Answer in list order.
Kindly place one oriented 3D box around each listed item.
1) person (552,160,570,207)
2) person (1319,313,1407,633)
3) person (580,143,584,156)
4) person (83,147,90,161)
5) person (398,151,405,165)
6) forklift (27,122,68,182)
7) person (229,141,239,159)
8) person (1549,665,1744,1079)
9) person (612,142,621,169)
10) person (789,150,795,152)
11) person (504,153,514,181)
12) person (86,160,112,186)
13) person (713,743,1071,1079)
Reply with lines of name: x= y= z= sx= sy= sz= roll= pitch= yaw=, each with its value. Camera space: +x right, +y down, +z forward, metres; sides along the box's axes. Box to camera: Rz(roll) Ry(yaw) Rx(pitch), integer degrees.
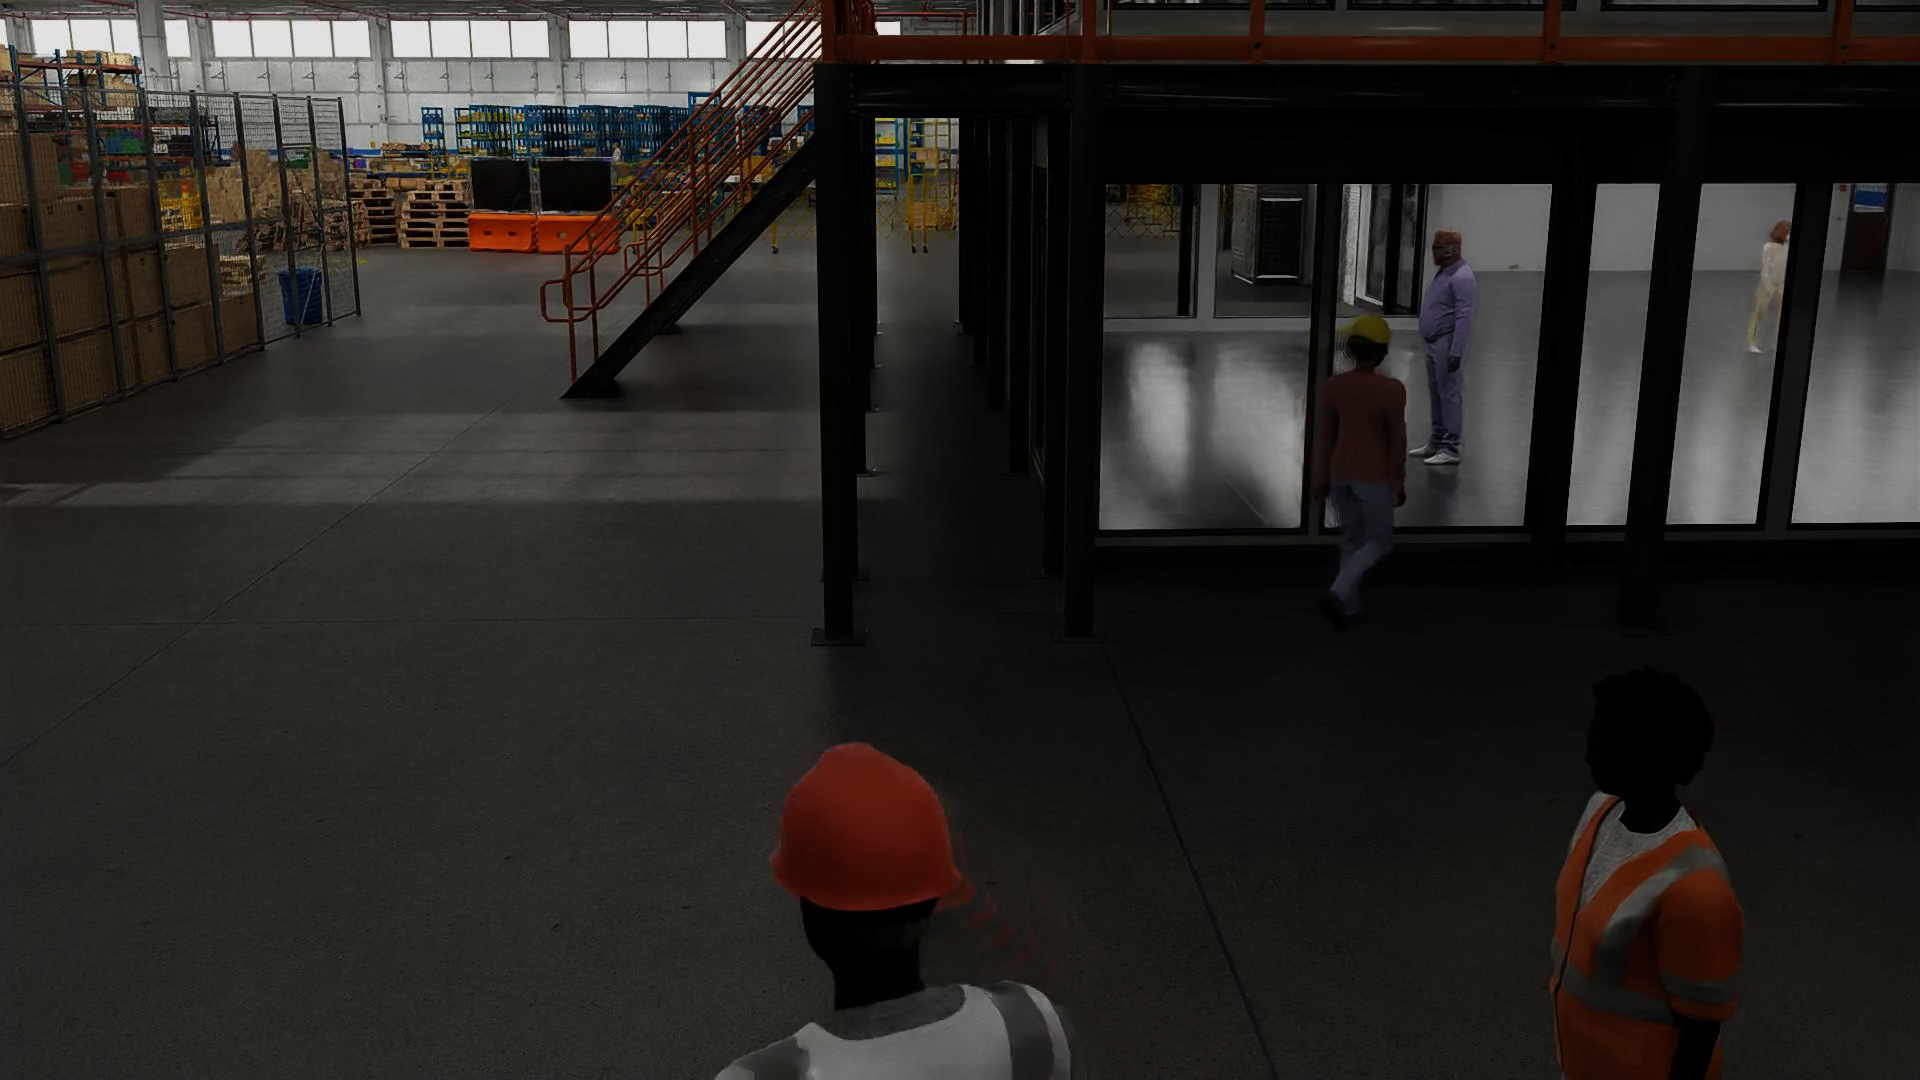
person: x=-11.269 y=-9.785 z=46.757 sx=0.540 sy=1.745 sz=0.709 roll=11 pitch=18 yaw=38
person: x=2.134 y=-0.341 z=8.983 sx=0.512 sy=1.751 sz=0.533 roll=-11 pitch=18 yaw=-37
person: x=-18.963 y=-19.162 z=84.062 sx=0.583 sy=1.825 sz=0.579 roll=-6 pitch=15 yaw=-22
person: x=-39.258 y=-16.859 z=74.933 sx=0.647 sy=1.800 sz=0.599 roll=3 pitch=14 yaw=10
person: x=-28.321 y=-19.205 z=84.410 sx=0.508 sy=1.736 sz=0.568 roll=-11 pitch=18 yaw=-37
forklift: x=-35.376 y=-14.773 z=64.377 sx=1.129 sy=2.768 sz=1.873 roll=-1 pitch=14 yaw=-2
person: x=-37.704 y=-19.845 z=86.652 sx=0.687 sy=1.887 sz=0.510 roll=-13 pitch=19 yaw=-43
person: x=1.369 y=1.075 z=3.429 sx=0.318 sy=1.698 sz=0.540 roll=-1 pitch=14 yaw=-2
person: x=-15.810 y=-17.333 z=76.585 sx=0.401 sy=1.906 sz=0.651 roll=-1 pitch=14 yaw=-2
person: x=-9.508 y=-21.693 z=94.275 sx=0.949 sy=1.791 sz=0.603 roll=-3 pitch=14 yaw=-11
person: x=-14.291 y=-11.433 z=53.130 sx=0.760 sy=1.840 sz=0.575 roll=4 pitch=14 yaw=14
person: x=-17.675 y=-6.809 z=34.251 sx=0.724 sy=2.000 sz=0.680 roll=2 pitch=14 yaw=9
person: x=-0.094 y=1.229 z=2.365 sx=0.556 sy=1.926 sz=0.484 roll=-7 pitch=16 yaw=-25
